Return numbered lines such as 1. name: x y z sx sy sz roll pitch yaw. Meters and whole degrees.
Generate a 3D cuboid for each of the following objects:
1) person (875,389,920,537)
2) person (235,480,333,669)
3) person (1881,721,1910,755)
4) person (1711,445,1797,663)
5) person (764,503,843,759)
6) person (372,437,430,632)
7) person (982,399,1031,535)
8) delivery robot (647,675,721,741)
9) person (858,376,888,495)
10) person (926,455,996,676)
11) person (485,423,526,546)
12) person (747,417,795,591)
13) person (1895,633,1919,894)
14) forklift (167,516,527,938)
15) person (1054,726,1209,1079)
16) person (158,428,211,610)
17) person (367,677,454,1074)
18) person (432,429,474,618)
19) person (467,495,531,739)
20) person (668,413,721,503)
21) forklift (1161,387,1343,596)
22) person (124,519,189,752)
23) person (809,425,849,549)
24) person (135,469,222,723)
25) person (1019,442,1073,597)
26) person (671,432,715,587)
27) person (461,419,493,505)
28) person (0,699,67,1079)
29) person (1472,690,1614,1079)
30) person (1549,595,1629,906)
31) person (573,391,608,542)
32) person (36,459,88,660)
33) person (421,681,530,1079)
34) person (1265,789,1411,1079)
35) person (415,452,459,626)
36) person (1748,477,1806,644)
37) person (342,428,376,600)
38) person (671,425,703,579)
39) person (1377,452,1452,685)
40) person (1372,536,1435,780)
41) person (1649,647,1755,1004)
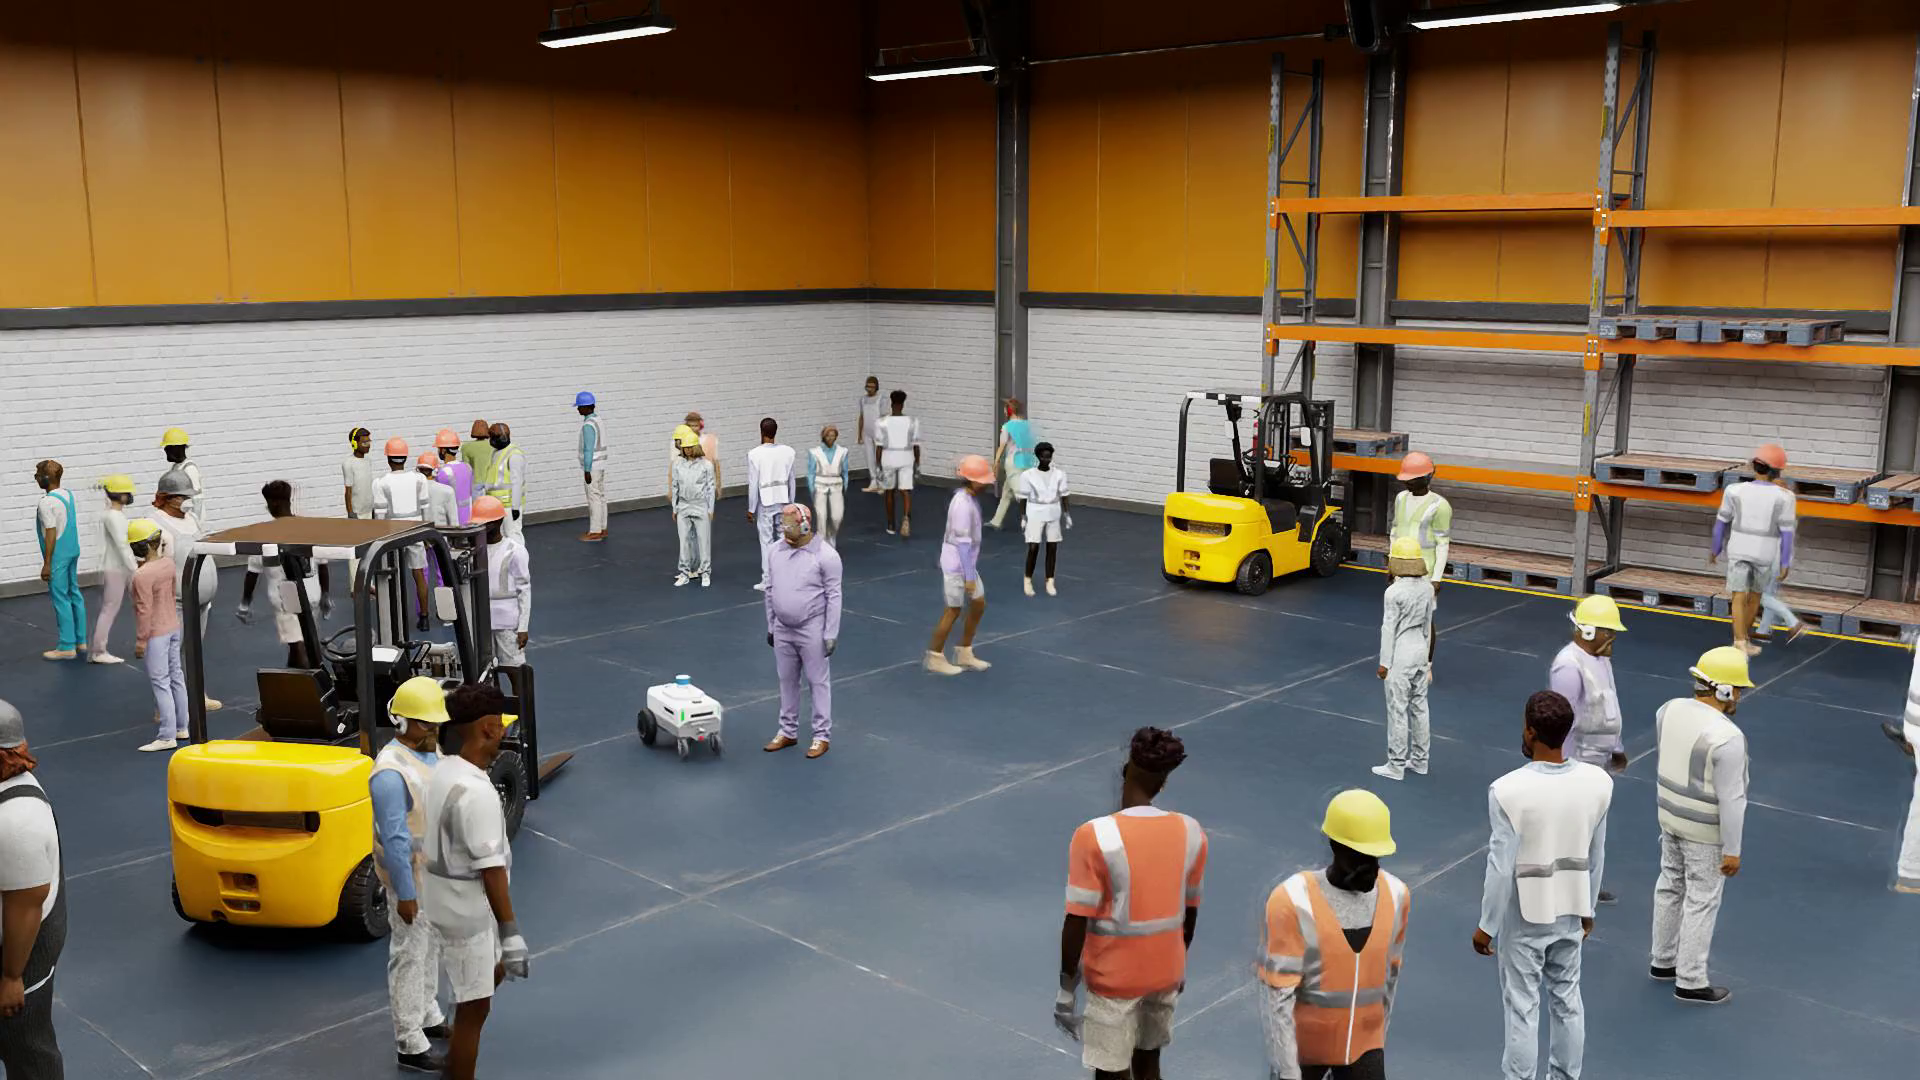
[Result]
1. person: -0.808 -0.999 21.751 0.602 1.938 0.840 -1 10 -7
2. person: -5.454 0.472 13.408 0.981 1.904 0.644 6 12 33
3. person: 7.145 0.755 11.913 0.558 1.872 1.012 -7 12 -34
4. person: 7.178 0.133 15.104 0.692 2.001 0.712 6 11 30
5. person: -1.188 0.667 12.346 0.642 1.902 0.399 6 11 30
6. person: -5.455 -0.040 16.259 0.542 1.939 0.364 -7 12 -35
7. person: 0.691 -0.961 21.924 0.960 1.795 0.570 5 11 28
8. delivery robot: -2.080 1.262 12.520 0.477 0.478 0.707 -6 12 -32
9. person: -1.327 -1.603 25.490 0.544 1.831 0.395 5 11 26
10. person: 0.005 0.230 14.553 0.687 1.991 0.623 2 10 12
11. person: -5.097 -0.403 18.649 0.429 1.833 0.634 -8 13 -40
12. person: -2.066 -0.388 18.299 0.591 1.918 0.383 -7 12 -36
13. person: 5.731 1.163 9.628 0.496 1.871 0.579 3 11 19
14. forklift: -3.583 0.976 9.748 1.214 2.155 2.313 2 10 11
15. person: 0.675 1.696 6.446 0.697 1.923 0.450 -6 12 -31
16. person: -8.021 -0.203 17.220 0.385 1.928 0.589 -8 13 -40
17. person: -2.483 1.524 7.681 0.404 1.826 0.587 0 10 -1
18. person: -5.182 -0.162 16.960 0.356 1.937 0.552 3 10 15
19. person: -3.502 0.617 12.532 0.552 1.932 0.377 4 11 22
20. person: -3.180 -0.627 19.955 0.601 1.814 0.600 0 10 -1
21. forklift: 3.298 -0.608 18.767 1.214 2.155 2.313 9 13 42
22. person: -6.053 0.710 12.506 0.321 1.761 0.522 0 10 -1
23. person: -1.616 -0.608 20.401 0.508 1.626 0.404 -3 10 -14
24. person: -6.210 0.430 13.295 0.536 2.000 0.684 2 10 9
25. person: 0.919 -0.228 18.056 0.556 1.691 0.379 -3 10 -18
26. person: -2.976 -0.341 18.531 0.492 1.742 0.319 1 10 6
27. person: -5.988 -0.701 20.894 0.500 1.633 0.284 -3 10 -15
28. person: -3.829 1.609 6.582 0.538 2.000 0.683 -7 12 -35
29. person: 2.473 1.582 7.083 0.588 1.920 0.392 -4 11 -20
30. person: 3.572 1.205 9.509 0.431 1.815 0.604 7 12 34
31. person: -4.754 -0.950 21.452 0.417 1.939 0.605 0 10 0
32. person: -8.293 0.175 15.302 0.339 1.845 0.514 0 10 -2
33. person: -2.033 1.587 7.001 0.434 1.940 0.805 -5 11 -27
34. person: 1.353 1.790 6.044 0.591 1.876 1.010 -2 10 -14
35. person: -5.283 -0.011 16.629 0.573 1.746 0.345 -1 10 -3
36. person: 7.712 0.214 15.705 0.532 1.620 0.566 -8 13 -38
37. person: -6.421 -0.285 17.886 0.332 1.864 0.506 1 10 8
38. person: -3.130 -0.434 19.000 0.317 1.767 0.535 1 10 7
39. person: 3.908 0.254 14.319 0.390 2.034 0.605 -6 12 -31
40. person: 3.167 0.835 11.868 0.480 1.734 0.335 -8 12 -37
41. person: 3.703 1.419 8.309 0.403 1.817 0.605 -2 10 -11
